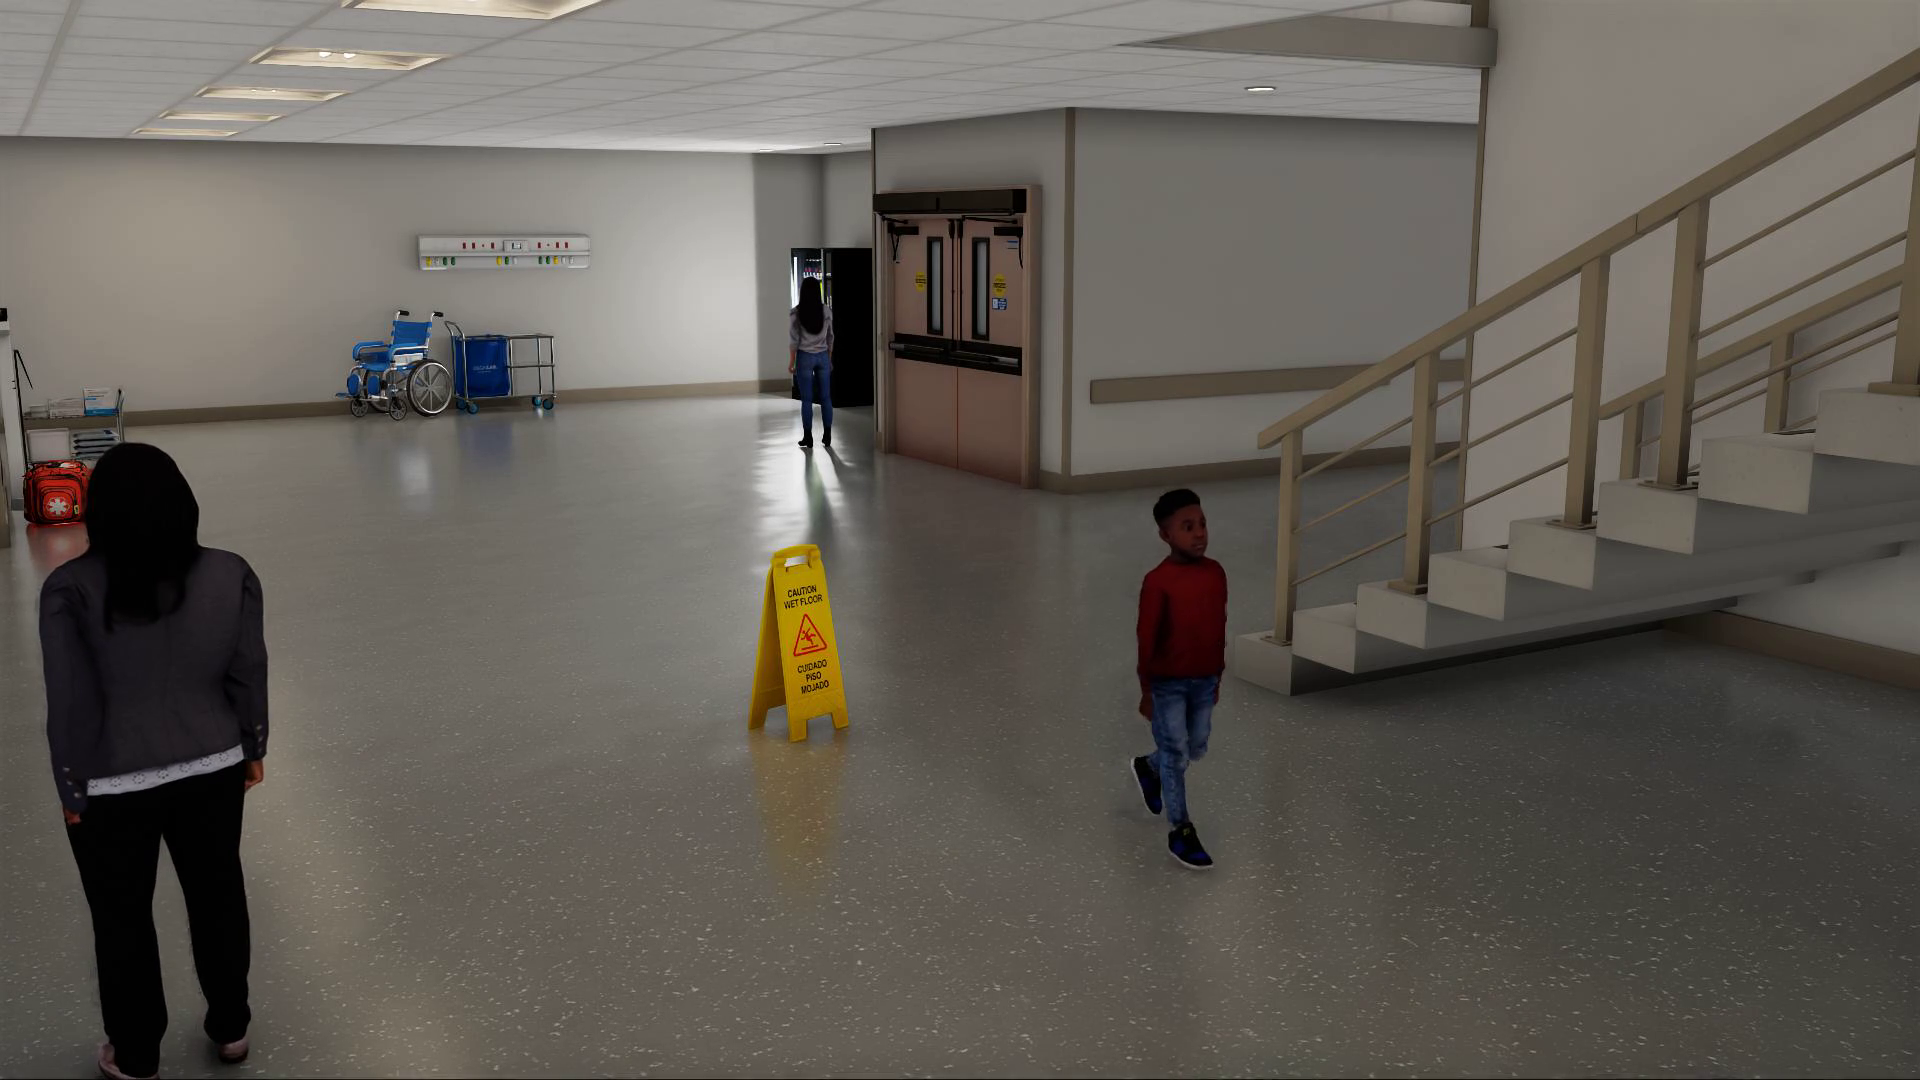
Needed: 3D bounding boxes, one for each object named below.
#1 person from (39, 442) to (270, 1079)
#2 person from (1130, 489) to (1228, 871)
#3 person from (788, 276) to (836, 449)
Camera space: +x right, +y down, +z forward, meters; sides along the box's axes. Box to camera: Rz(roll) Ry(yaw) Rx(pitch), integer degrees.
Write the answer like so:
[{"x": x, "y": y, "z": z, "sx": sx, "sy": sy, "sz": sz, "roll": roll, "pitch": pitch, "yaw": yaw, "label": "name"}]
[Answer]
[{"x": -1.978, "y": 0.554, "z": 4.097, "sx": 0.732, "sy": 1.596, "sz": 0.730, "roll": -10, "pitch": 15, "yaw": -42, "label": "person"}, {"x": 0.711, "y": 0.446, "z": 5.623, "sx": 0.497, "sy": 1.240, "sz": 0.765, "roll": -6, "pitch": 12, "yaw": -29, "label": "person"}, {"x": -1.403, "y": -1.715, "z": 15.955, "sx": 0.610, "sy": 1.633, "sz": 0.517, "roll": -5, "pitch": 12, "yaw": -26, "label": "person"}]
